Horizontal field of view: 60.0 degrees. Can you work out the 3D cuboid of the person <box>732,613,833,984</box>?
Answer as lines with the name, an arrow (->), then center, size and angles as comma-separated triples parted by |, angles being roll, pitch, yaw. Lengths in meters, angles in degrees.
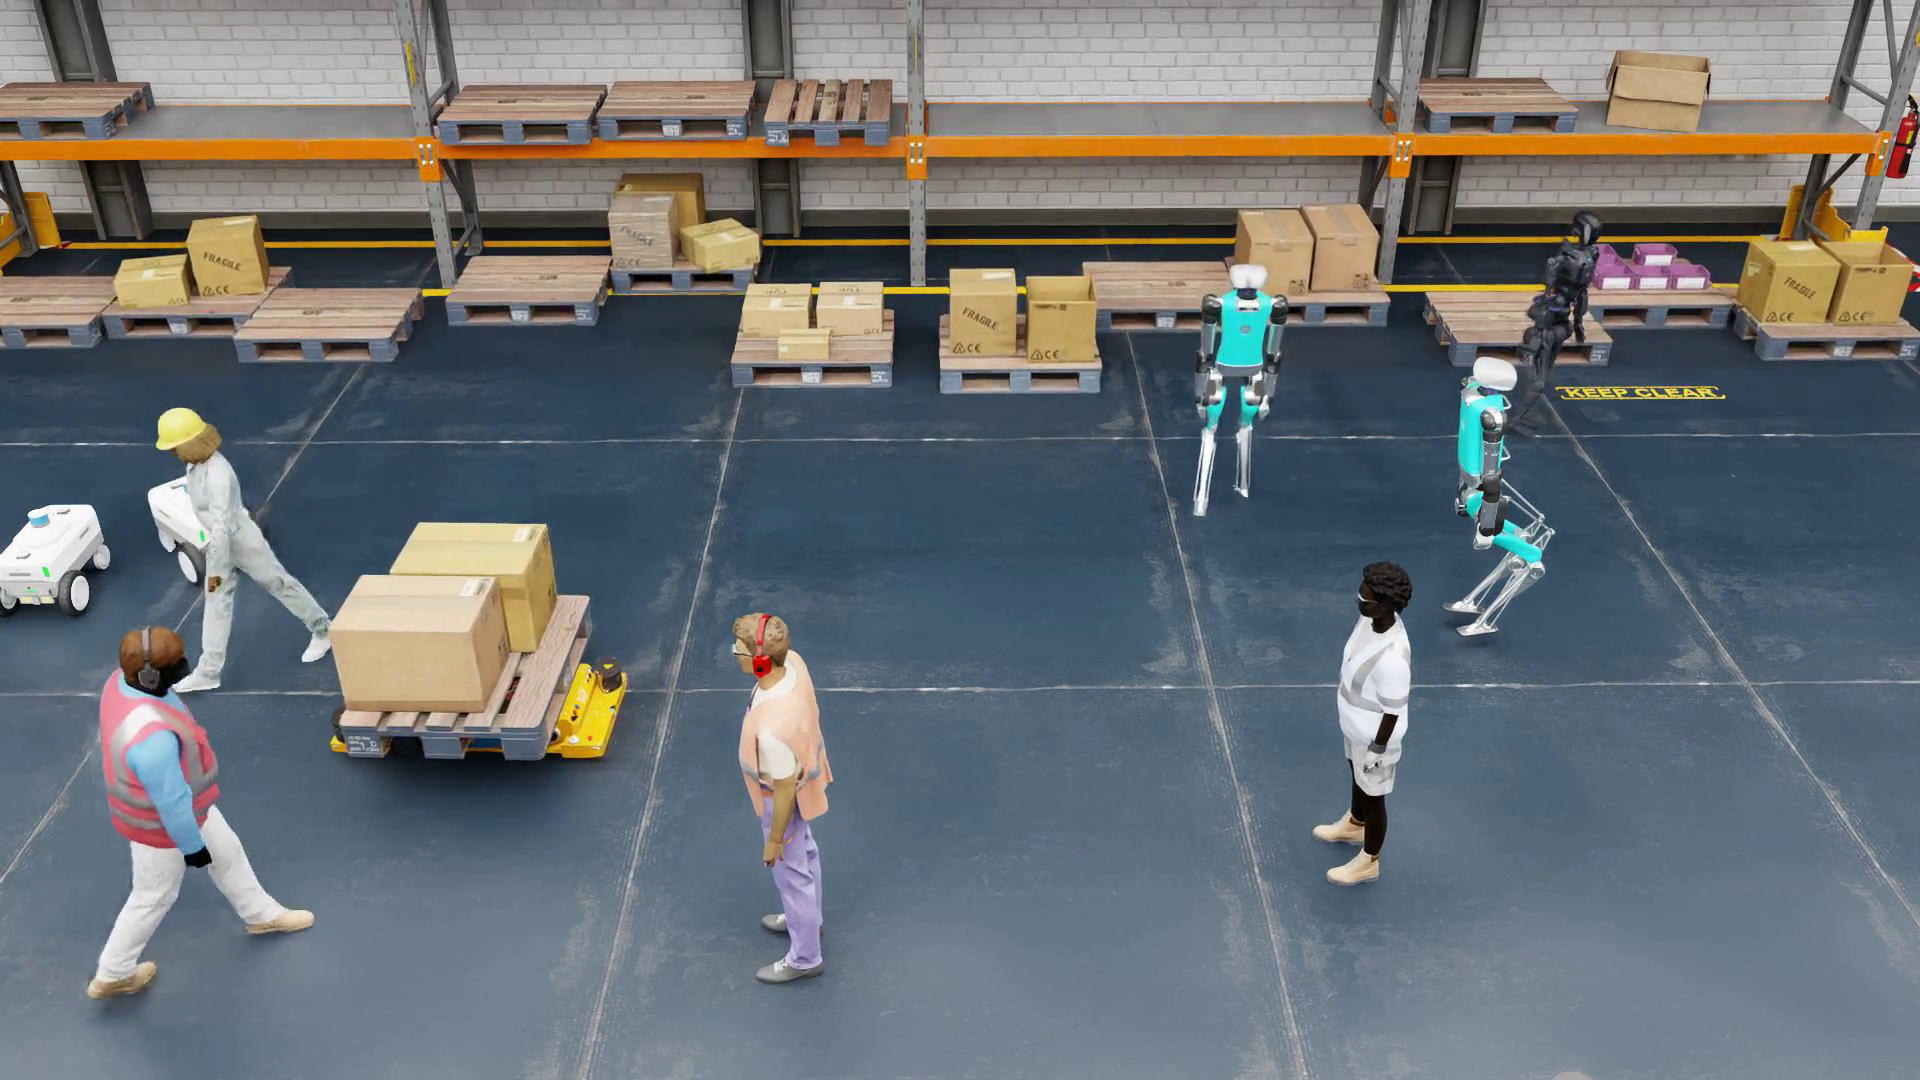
person -> -0.733, 1.100, 7.047 | 0.385, 1.844, 0.563 | 1, 31, 1

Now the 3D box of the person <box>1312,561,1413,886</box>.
person -> 1.872, 0.840, 7.624 | 0.320, 1.695, 0.536 | 1, 31, 1

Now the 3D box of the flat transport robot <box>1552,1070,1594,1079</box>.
flat transport robot -> 2.678, 2.582, 6.113 | 0.659, 0.231, 1.431 | 0, 31, -1

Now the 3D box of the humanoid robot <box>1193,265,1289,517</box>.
humanoid robot -> 1.732, -1.004, 10.682 | 0.531, 1.798, 0.795 | 0, 31, 0

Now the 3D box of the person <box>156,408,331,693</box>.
person -> -3.934, 0.026, 8.993 | 0.936, 1.676, 0.509 | -25, 39, -35

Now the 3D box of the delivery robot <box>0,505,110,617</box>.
delivery robot -> -5.450, 0.084, 9.965 | 0.499, 0.566, 0.739 | 0, 31, -1

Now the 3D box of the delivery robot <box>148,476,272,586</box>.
delivery robot -> -4.689, -0.098, 10.314 | 0.815, 0.612, 0.499 | 25, 39, 35

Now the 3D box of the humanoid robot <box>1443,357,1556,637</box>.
humanoid robot -> 3.056, -0.227, 9.234 | 0.735, 1.677, 0.533 | 0, 31, -1

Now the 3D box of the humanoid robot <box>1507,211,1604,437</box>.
humanoid robot -> 4.107, -1.509, 11.567 | 0.587, 1.641, 0.413 | -23, 38, -33

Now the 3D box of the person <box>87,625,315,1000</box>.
person -> -3.412, 1.153, 7.030 | 0.918, 1.788, 0.644 | -13, 33, -21

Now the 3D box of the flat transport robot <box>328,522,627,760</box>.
flat transport robot -> -2.567, 0.891, 8.928 | 1.431, 0.231, 0.659 | 1, 31, 1
